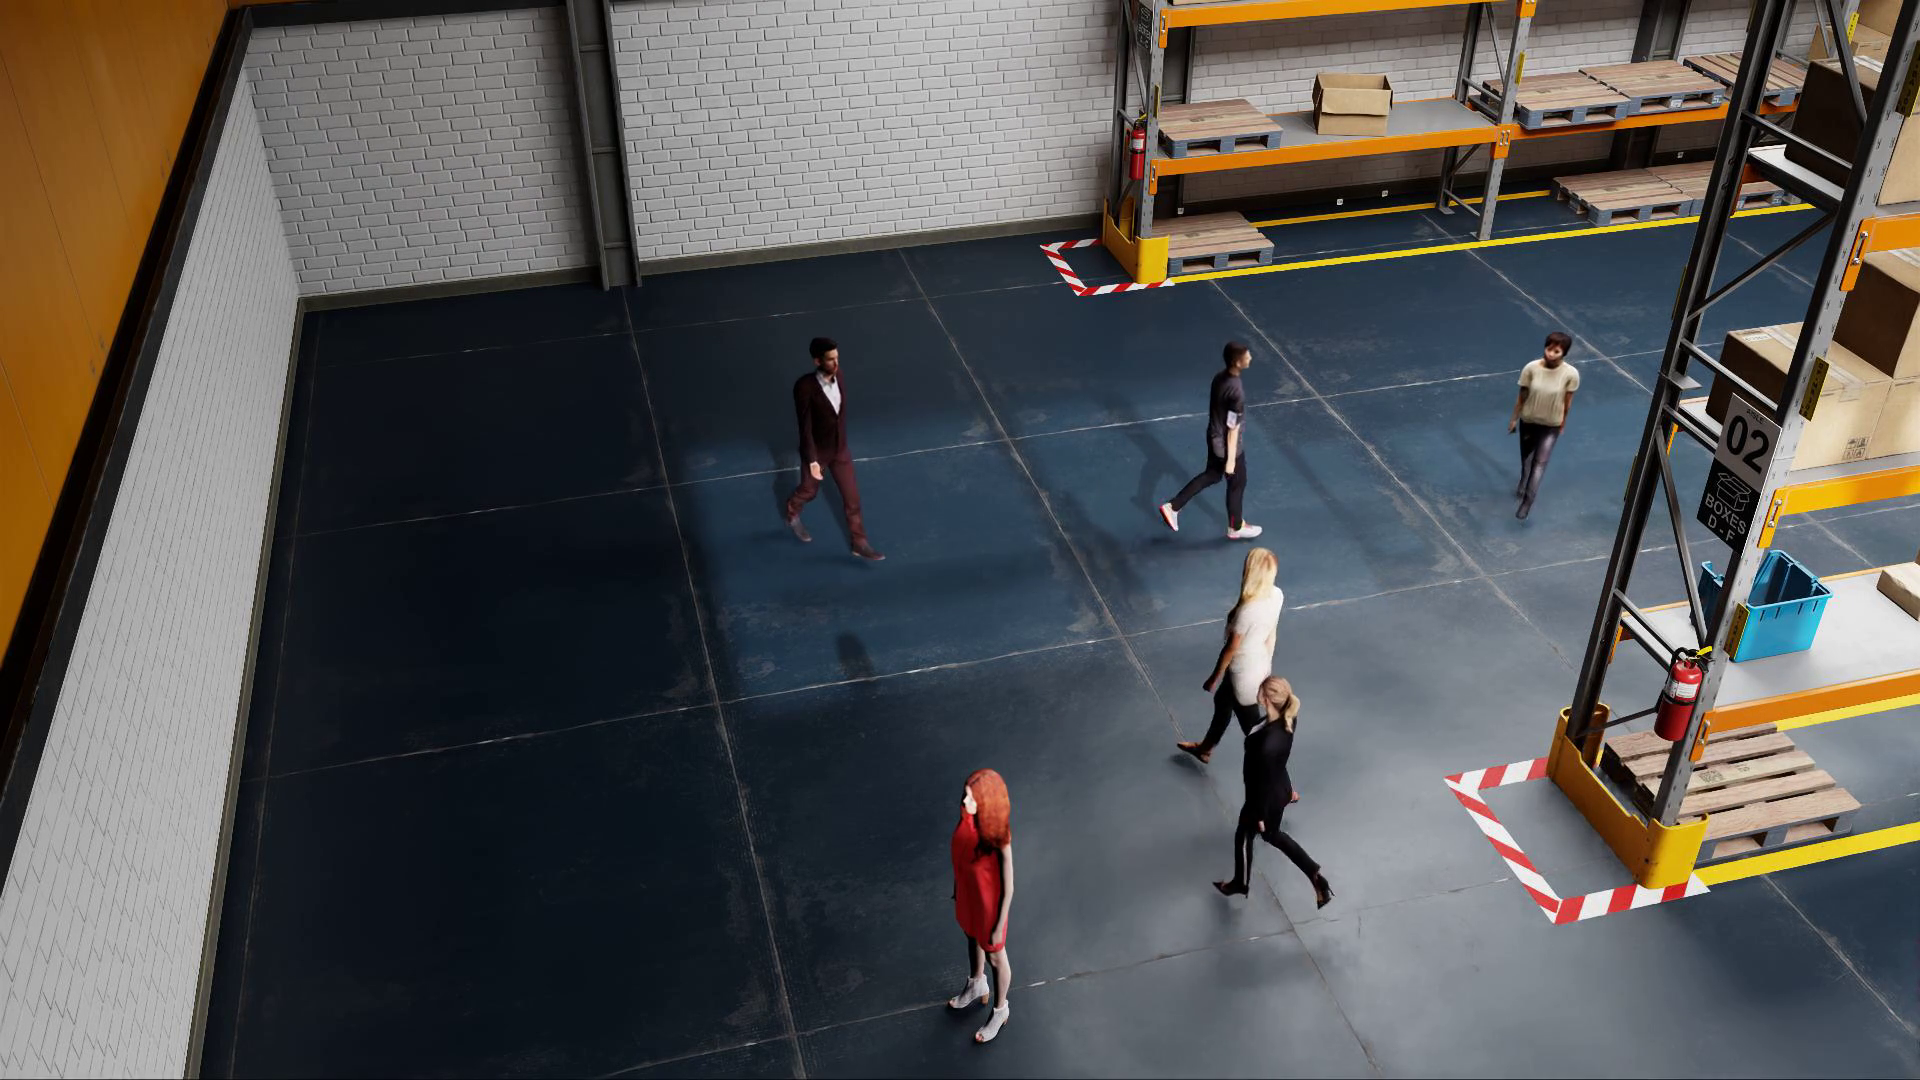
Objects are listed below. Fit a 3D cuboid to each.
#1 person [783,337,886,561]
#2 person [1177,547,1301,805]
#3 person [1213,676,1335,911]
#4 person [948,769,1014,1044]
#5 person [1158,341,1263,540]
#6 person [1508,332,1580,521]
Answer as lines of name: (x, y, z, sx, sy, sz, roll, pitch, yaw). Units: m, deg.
person: (-1.114, -0.719, 12.792, 1.143, 1.831, 1.258, 29, 43, 36)
person: (1.869, 0.893, 10.406, 1.138, 1.787, 1.146, 22, 39, 29)
person: (1.850, 1.521, 9.559, 1.040, 1.679, 0.987, 17, 37, 24)
person: (0.128, 1.918, 8.828, 0.594, 1.828, 0.642, -18, 38, -25)
person: (1.981, -0.740, 12.902, 1.098, 1.744, 0.735, -4, 34, -5)
person: (4.703, -0.982, 13.440, 0.992, 1.552, 1.054, 18, 37, 24)
